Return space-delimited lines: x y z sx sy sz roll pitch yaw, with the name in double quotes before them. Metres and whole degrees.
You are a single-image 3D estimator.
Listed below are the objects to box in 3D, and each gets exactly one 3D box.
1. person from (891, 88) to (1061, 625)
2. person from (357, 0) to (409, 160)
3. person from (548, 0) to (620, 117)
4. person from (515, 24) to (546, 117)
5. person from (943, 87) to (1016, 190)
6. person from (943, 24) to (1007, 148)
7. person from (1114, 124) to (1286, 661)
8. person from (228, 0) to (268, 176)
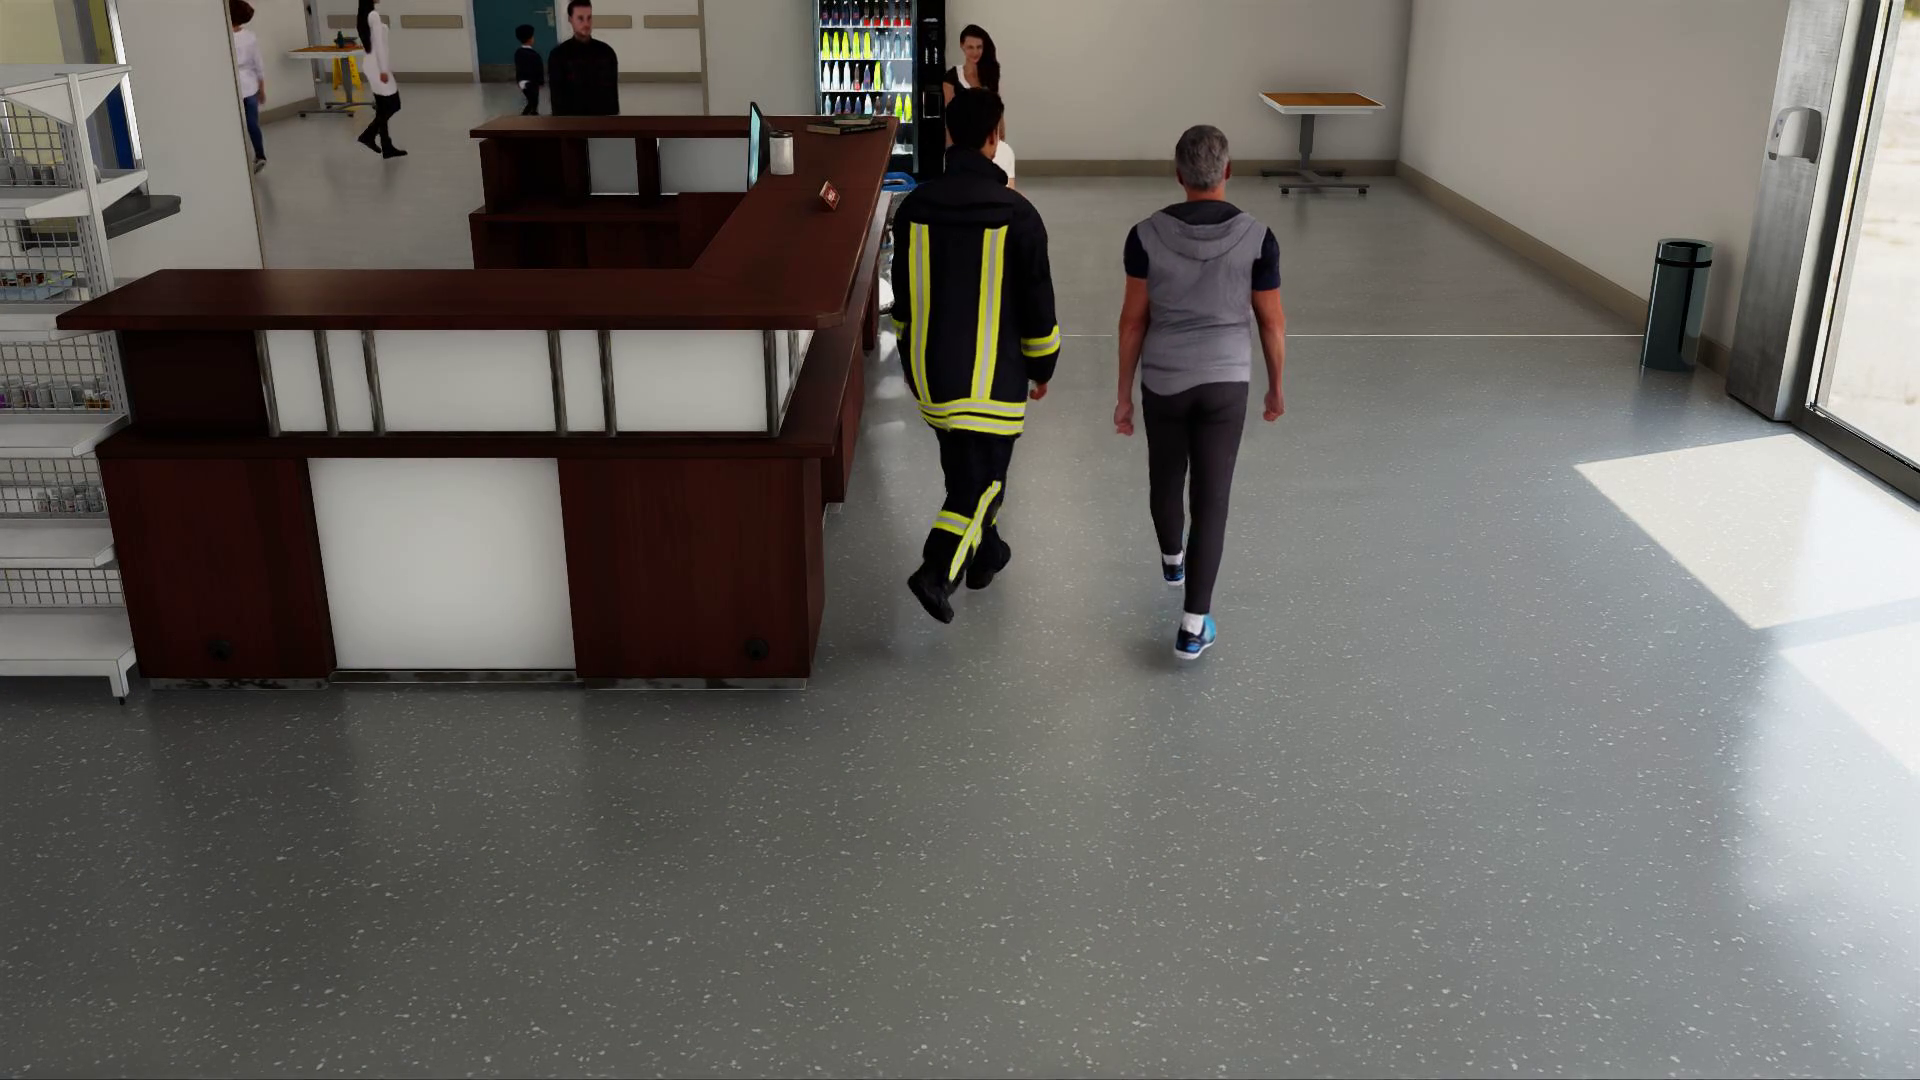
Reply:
"person" 0.005 -0.615 5.956 1.247 1.899 1.165 10 23 24
"person" -6.167 -4.890 17.383 0.894 1.800 0.825 -15 25 -34
"person" -2.734 -2.934 12.104 1.208 1.882 1.144 -12 24 -29
"person" -5.076 -5.396 19.496 0.839 1.212 0.789 10 23 25
"person" 0.102 -1.516 8.682 0.587 1.653 0.700 -8 22 -20
"person" 0.069 -2.596 11.378 0.879 1.763 0.871 -9 22 -22
"person" 0.793 -0.455 5.704 1.153 1.779 0.978 5 21 14
"person" -7.064 -4.438 16.371 1.056 1.672 1.028 -13 24 -30
